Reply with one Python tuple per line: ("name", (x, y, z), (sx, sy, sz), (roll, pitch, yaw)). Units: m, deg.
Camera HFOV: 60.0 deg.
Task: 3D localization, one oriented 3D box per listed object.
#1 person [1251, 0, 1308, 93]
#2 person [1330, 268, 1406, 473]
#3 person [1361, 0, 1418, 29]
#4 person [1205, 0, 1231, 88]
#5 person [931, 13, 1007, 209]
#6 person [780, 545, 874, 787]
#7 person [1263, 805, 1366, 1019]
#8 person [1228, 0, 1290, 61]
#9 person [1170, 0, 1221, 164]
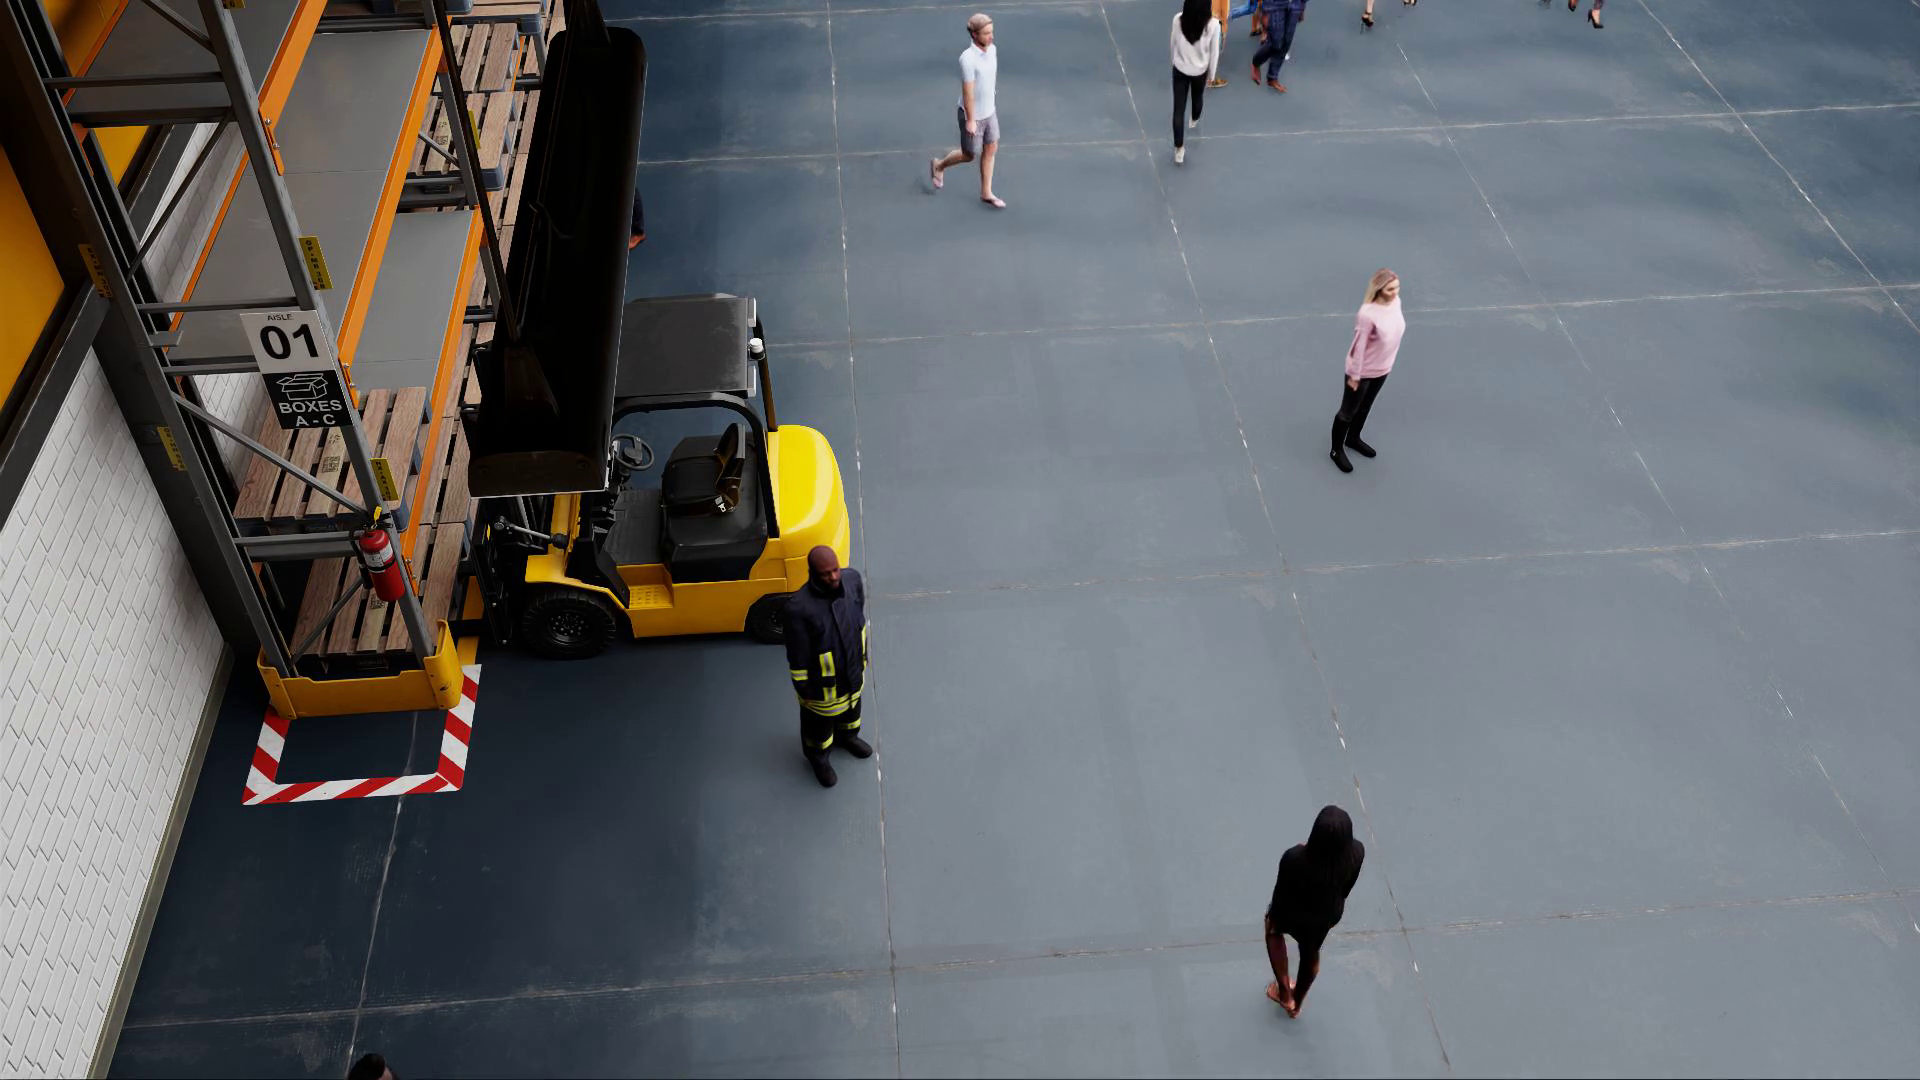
("person", (3.129, -5.312, 16.393), (0.792, 1.803, 0.831), (-20, 47, -20))
("person", (2.996, -1.283, 12.248), (0.687, 1.687, 0.711), (-28, 50, -26))
("person", (4.522, -6.188, 17.374), (1.145, 1.719, 1.160), (33, 53, 30))
("person", (2.484, -5.195, 16.525), (0.655, 1.451, 0.616), (-10, 44, -10))
("person", (0.078, -3.829, 14.828), (1.081, 1.815, 1.046), (26, 49, 24))
("person", (-0.798, 0.713, 10.056), (0.864, 1.822, 0.897), (-33, 52, -30))
("person", (1.859, 2.026, 8.756), (0.649, 1.712, 0.629), (-8, 44, -8))
("person", (2.982, -5.734, 16.871), (1.051, 1.755, 1.135), (19, 47, 19))
("person", (2.123, -4.307, 15.448), (0.816, 1.652, 1.164), (7, 44, 7))
